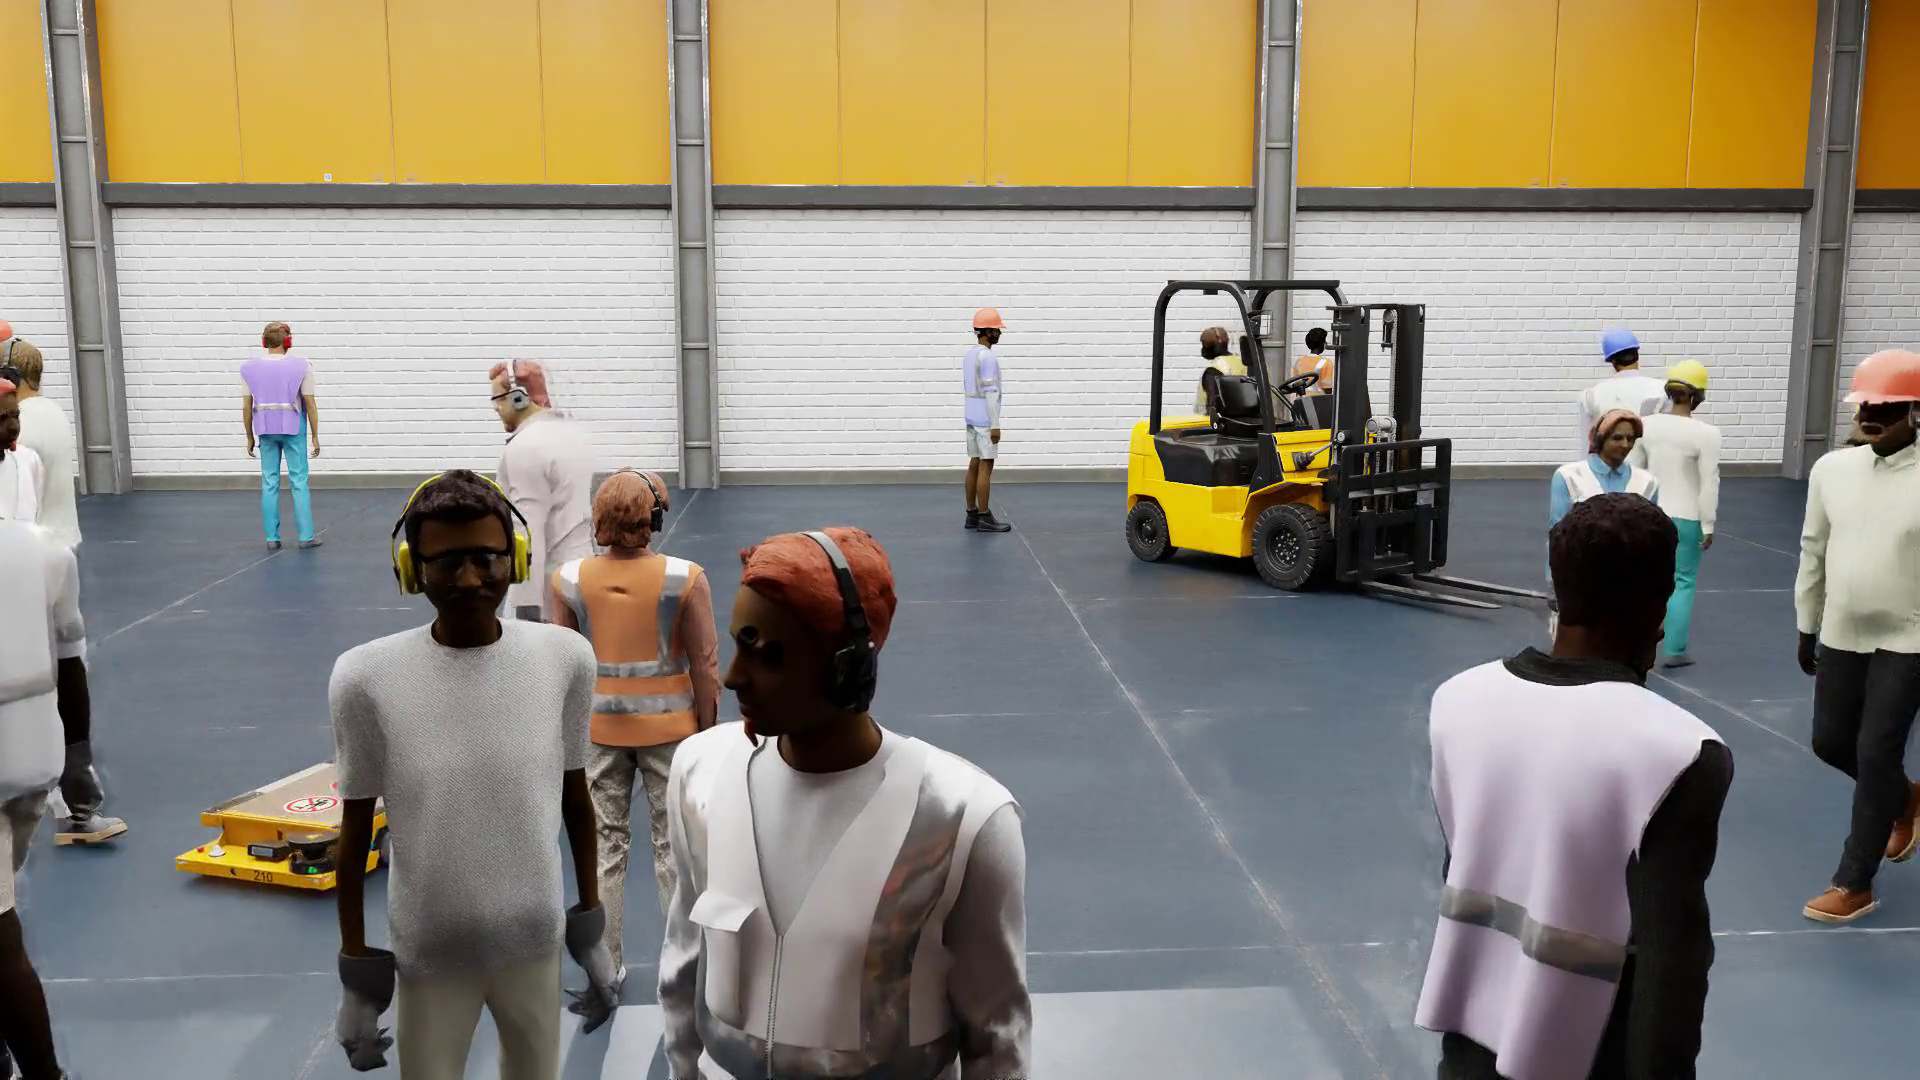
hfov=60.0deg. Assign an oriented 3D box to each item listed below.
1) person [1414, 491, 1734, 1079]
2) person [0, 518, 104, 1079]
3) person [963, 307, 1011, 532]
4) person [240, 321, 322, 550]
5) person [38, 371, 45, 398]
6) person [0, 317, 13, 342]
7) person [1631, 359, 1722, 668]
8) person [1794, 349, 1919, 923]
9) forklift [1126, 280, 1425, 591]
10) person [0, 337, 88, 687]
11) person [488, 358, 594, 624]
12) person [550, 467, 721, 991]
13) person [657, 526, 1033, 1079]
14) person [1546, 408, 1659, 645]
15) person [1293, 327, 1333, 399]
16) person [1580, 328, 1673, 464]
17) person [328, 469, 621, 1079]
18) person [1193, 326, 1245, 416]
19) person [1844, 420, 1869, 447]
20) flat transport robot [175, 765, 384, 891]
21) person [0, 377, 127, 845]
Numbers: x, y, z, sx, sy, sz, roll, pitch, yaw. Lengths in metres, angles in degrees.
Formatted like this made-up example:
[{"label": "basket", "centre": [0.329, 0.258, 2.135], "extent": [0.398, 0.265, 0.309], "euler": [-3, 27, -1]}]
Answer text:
[{"label": "person", "centre": [1.049, 0.845, 2.844], "extent": [1.046, 1.854, 0.606], "euler": [-5, 10, -30]}, {"label": "person", "centre": [-2.592, 0.589, 4.222], "extent": [0.811, 1.930, 0.613], "euler": [2, 9, 15]}, {"label": "person", "centre": [0.224, -1.035, 14.379], "extent": [0.364, 1.939, 0.542], "euler": [-3, 10, -21]}, {"label": "person", "centre": [-5.462, -0.830, 13.390], "extent": [0.571, 1.840, 0.374], "euler": [-1, 9, -7]}, {"label": "person", "centre": [-8.164, -0.964, 14.235], "extent": [0.429, 1.843, 0.633], "euler": [7, 11, 38]}, {"label": "person", "centre": [-6.614, -0.540, 11.280], "extent": [0.790, 1.949, 0.422], "euler": [2, 9, 14]}, {"label": "person", "centre": [3.939, -0.129, 9.264], "extent": [0.554, 1.749, 0.537], "euler": [-7, 11, -37]}, {"label": "person", "centre": [3.250, 0.317, 5.801], "extent": [0.749, 1.973, 0.623], "euler": [-5, 11, -31]}, {"label": "forklift", "centre": [2.301, -0.860, 12.475], "extent": [1.214, 2.155, 2.313], "euler": [-6, 11, -35]}, {"label": "person", "centre": [-4.154, 0.066, 7.464], "extent": [0.368, 1.939, 0.633], "euler": [-3, 9, -15]}, {"label": "person", "centre": [-1.662, 0.198, 6.835], "extent": [0.533, 1.876, 0.690], "euler": [1, 9, 5]}, {"label": "person", "centre": [-0.974, 0.600, 5.042], "extent": [0.514, 1.642, 0.311], "euler": [1, 9, 5]}, {"label": "person", "centre": [-0.180, 0.908, 2.358], "extent": [0.574, 1.881, 0.358], "euler": [5, 10, 27]}, {"label": "person", "centre": [2.918, 0.201, 7.613], "extent": [0.533, 1.617, 0.650], "euler": [0, 9, 1]}, {"label": "person", "centre": [3.572, -1.301, 16.827], "extent": [0.320, 1.694, 0.531], "euler": [-5, 10, -29]}, {"label": "person", "centre": [4.124, -0.363, 10.357], "extent": [0.644, 1.896, 0.854], "euler": [9, 13, 44]}, {"label": "person", "centre": [-0.908, 0.788, 3.152], "extent": [0.533, 1.868, 0.310], "euler": [-5, 10, -29]}, {"label": "person", "centre": [2.279, -0.927, 14.159], "extent": [0.918, 1.791, 0.657], "euler": [5, 11, 31]}, {"label": "person", "centre": [4.306, 0.129, 7.855], "extent": [0.492, 1.682, 0.917], "euler": [8, 12, 40]}, {"label": "flat transport robot", "centre": [-2.328, 1.033, 6.612], "extent": [0.652, 0.197, 1.431], "euler": [3, 10, 18]}, {"label": "person", "centre": [-3.580, 0.297, 6.294], "extent": [0.843, 1.846, 0.609], "euler": [2, 9, 13]}]
